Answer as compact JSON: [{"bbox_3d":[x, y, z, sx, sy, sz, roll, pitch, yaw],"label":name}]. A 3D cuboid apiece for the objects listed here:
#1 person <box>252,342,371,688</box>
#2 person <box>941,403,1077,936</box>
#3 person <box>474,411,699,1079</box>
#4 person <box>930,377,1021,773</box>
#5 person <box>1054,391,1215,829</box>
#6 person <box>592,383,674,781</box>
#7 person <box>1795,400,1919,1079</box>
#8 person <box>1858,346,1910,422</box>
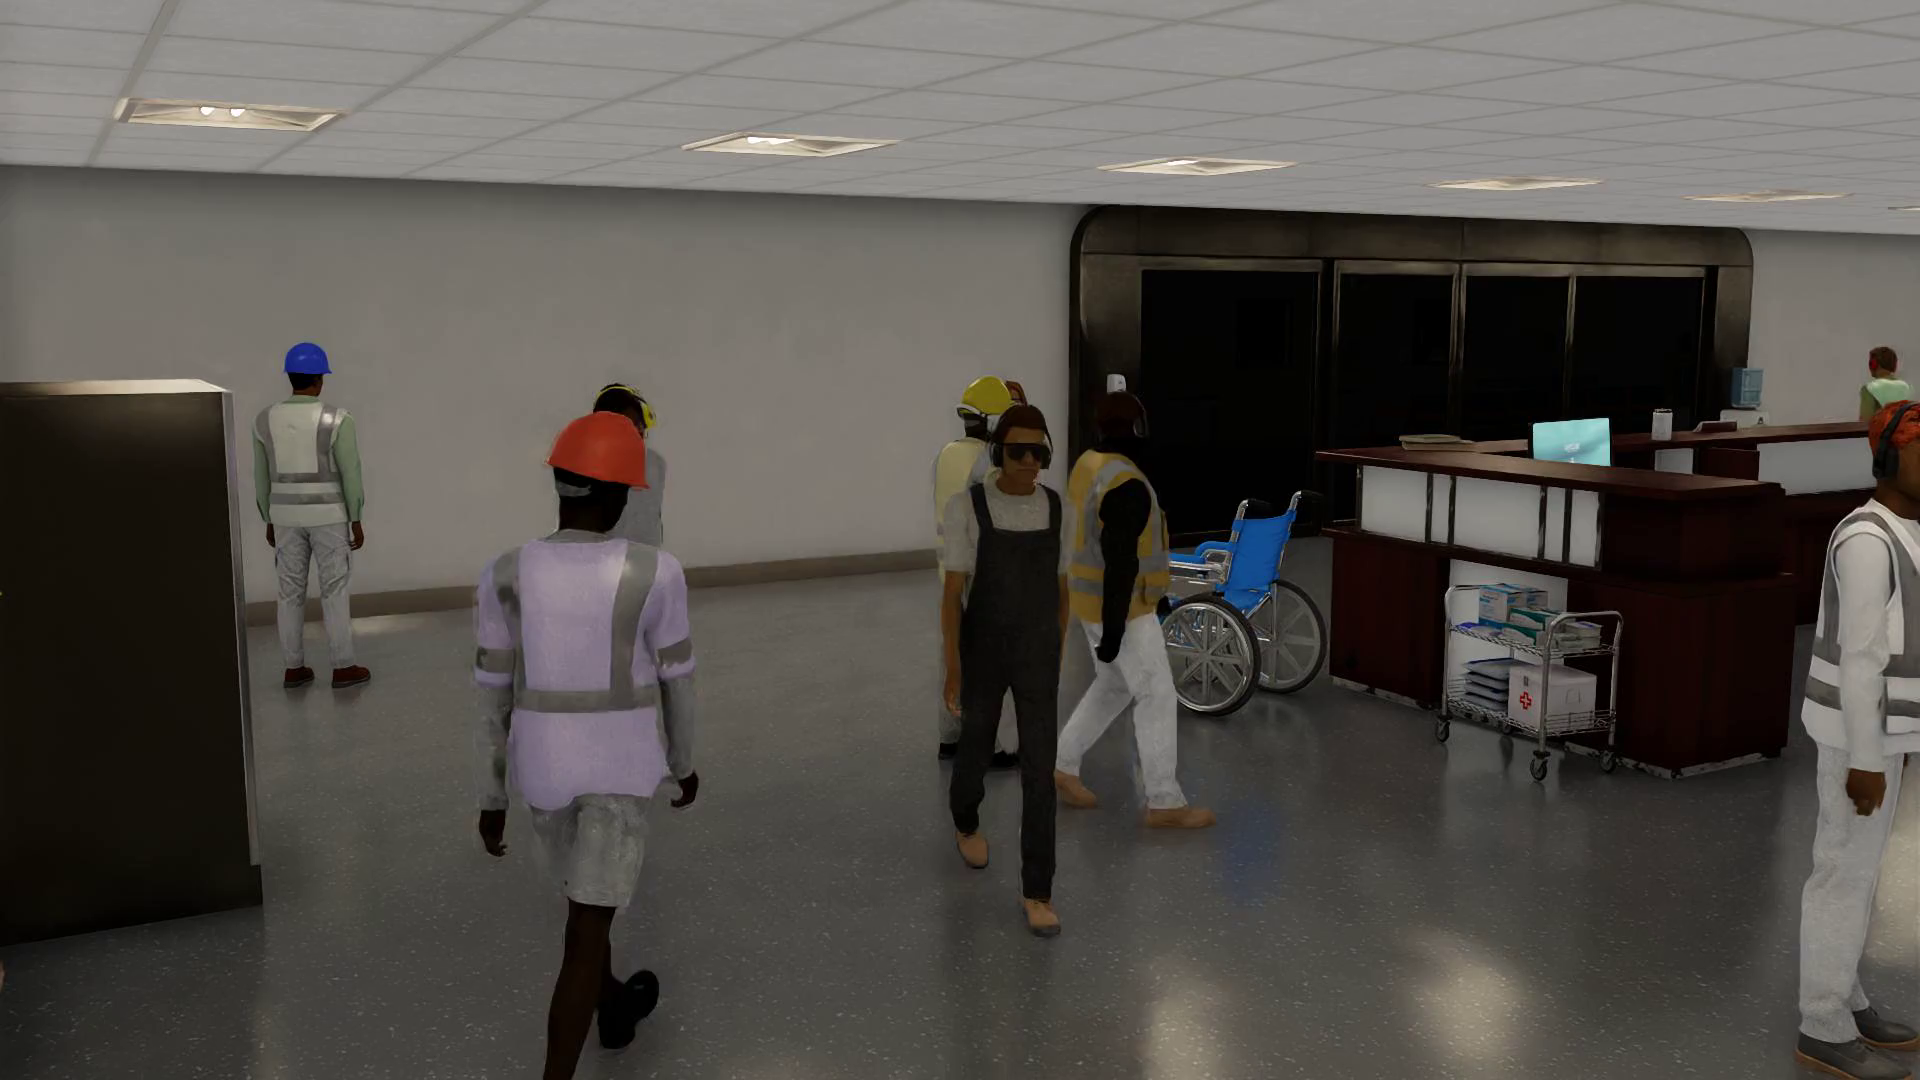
[{"bbox_3d":[-3.640,-0.129,9.344,0.605,1.948,0.391,0,8,3],"label":"person"},{"bbox_3d":[0.154,0.411,5.943,0.518,1.817,0.861,-2,8,-13],"label":"person"},{"bbox_3d":[-0.979,0.602,4.375,0.546,1.879,1.064,1,8,8],"label":"person"},{"bbox_3d":[0.097,0.160,7.723,0.404,1.825,0.595,-5,9,-33],"label":"person"},{"bbox_3d":[0.664,0.281,6.914,0.659,1.804,0.620,-1,8,-10],"label":"person"},{"bbox_3d":[-1.403,0.241,7.139,0.450,1.816,0.680,4,9,28],"label":"person"},{"bbox_3d":[2.560,0.552,4.650,0.362,1.883,0.576,6,10,36],"label":"person"},{"bbox_3d":[7.892,-0.741,14.232,0.585,1.820,0.456,-5,9,-34],"label":"person"}]
